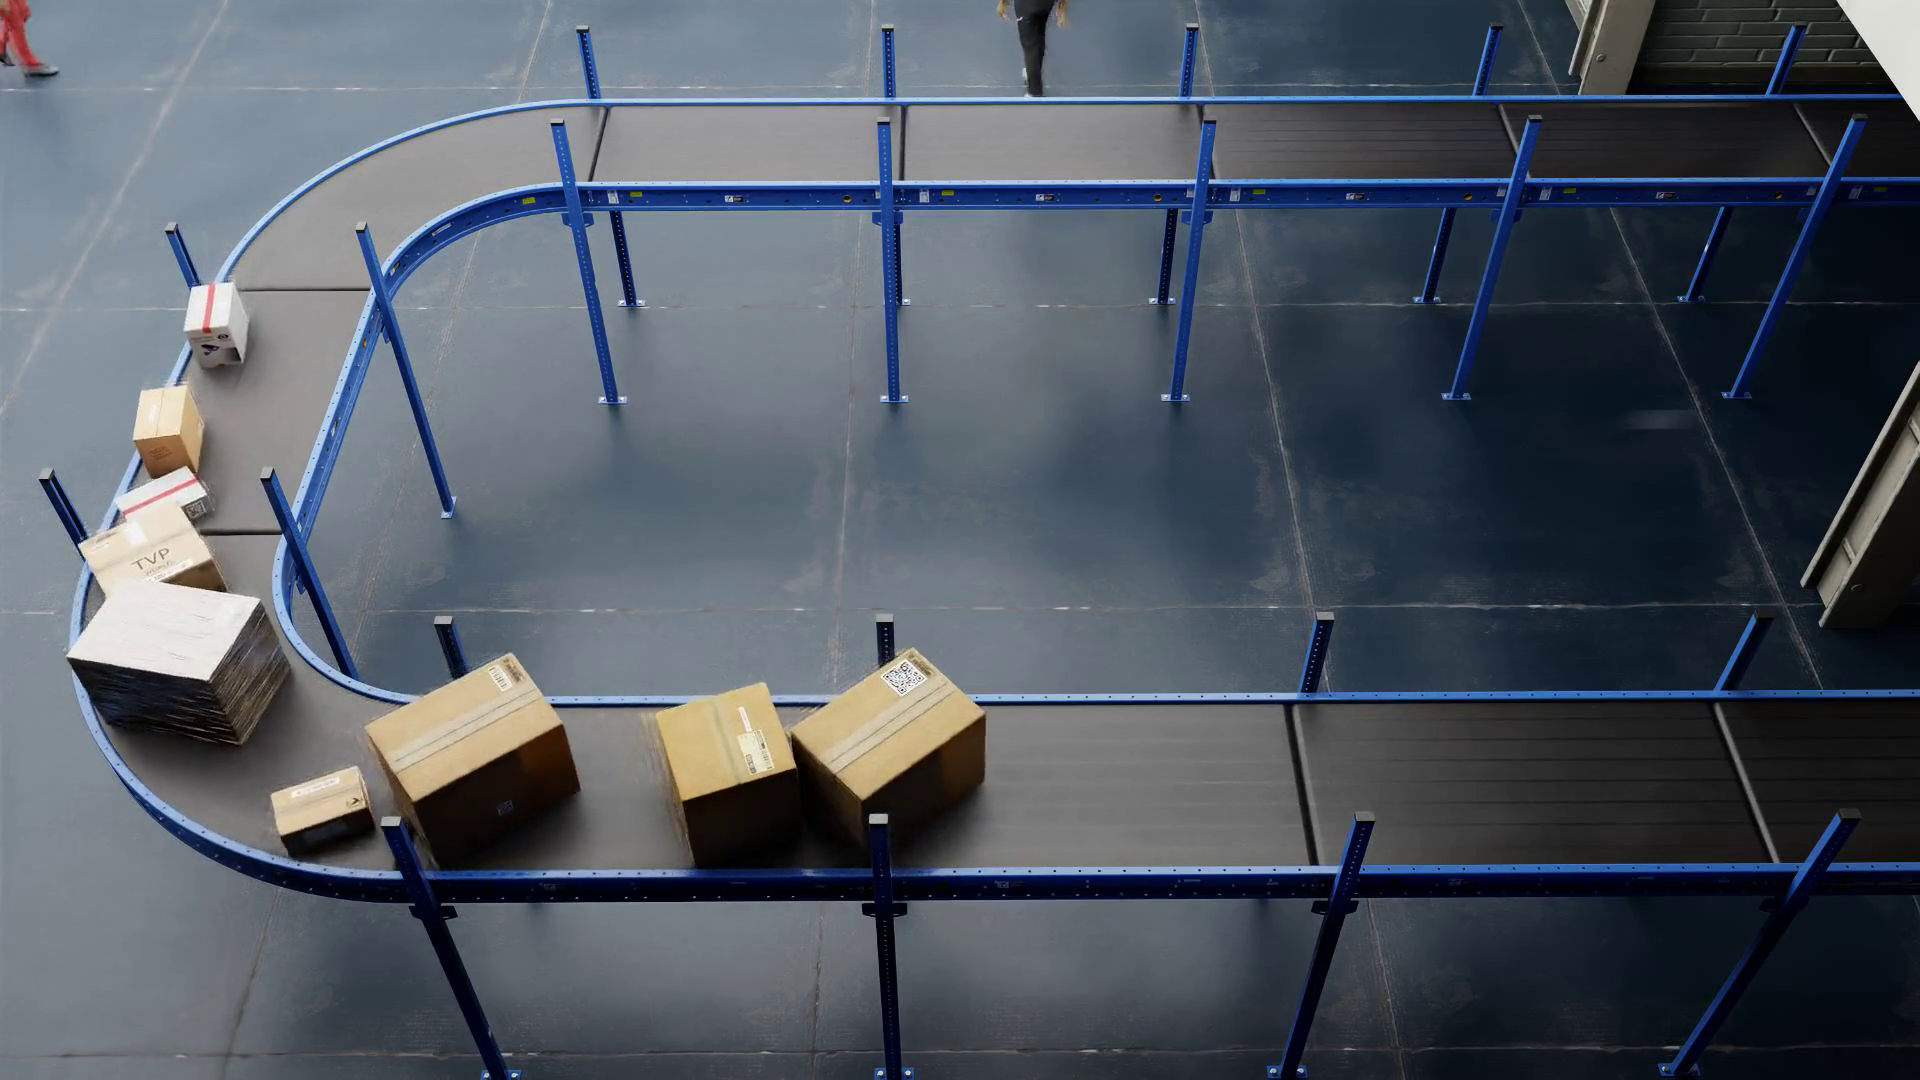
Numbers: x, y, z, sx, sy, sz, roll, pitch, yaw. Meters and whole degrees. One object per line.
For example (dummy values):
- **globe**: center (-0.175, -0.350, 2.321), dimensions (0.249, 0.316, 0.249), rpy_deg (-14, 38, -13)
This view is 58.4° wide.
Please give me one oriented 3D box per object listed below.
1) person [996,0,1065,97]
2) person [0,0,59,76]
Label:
- **person**: center (0.568, -4.467, 14.199), dimensions (0.521, 1.815, 0.771), rpy_deg (-18, 49, -16)
- **person**: center (-8.103, -4.660, 14.431), dimensions (0.504, 1.734, 0.567), rpy_deg (-12, 48, -11)
